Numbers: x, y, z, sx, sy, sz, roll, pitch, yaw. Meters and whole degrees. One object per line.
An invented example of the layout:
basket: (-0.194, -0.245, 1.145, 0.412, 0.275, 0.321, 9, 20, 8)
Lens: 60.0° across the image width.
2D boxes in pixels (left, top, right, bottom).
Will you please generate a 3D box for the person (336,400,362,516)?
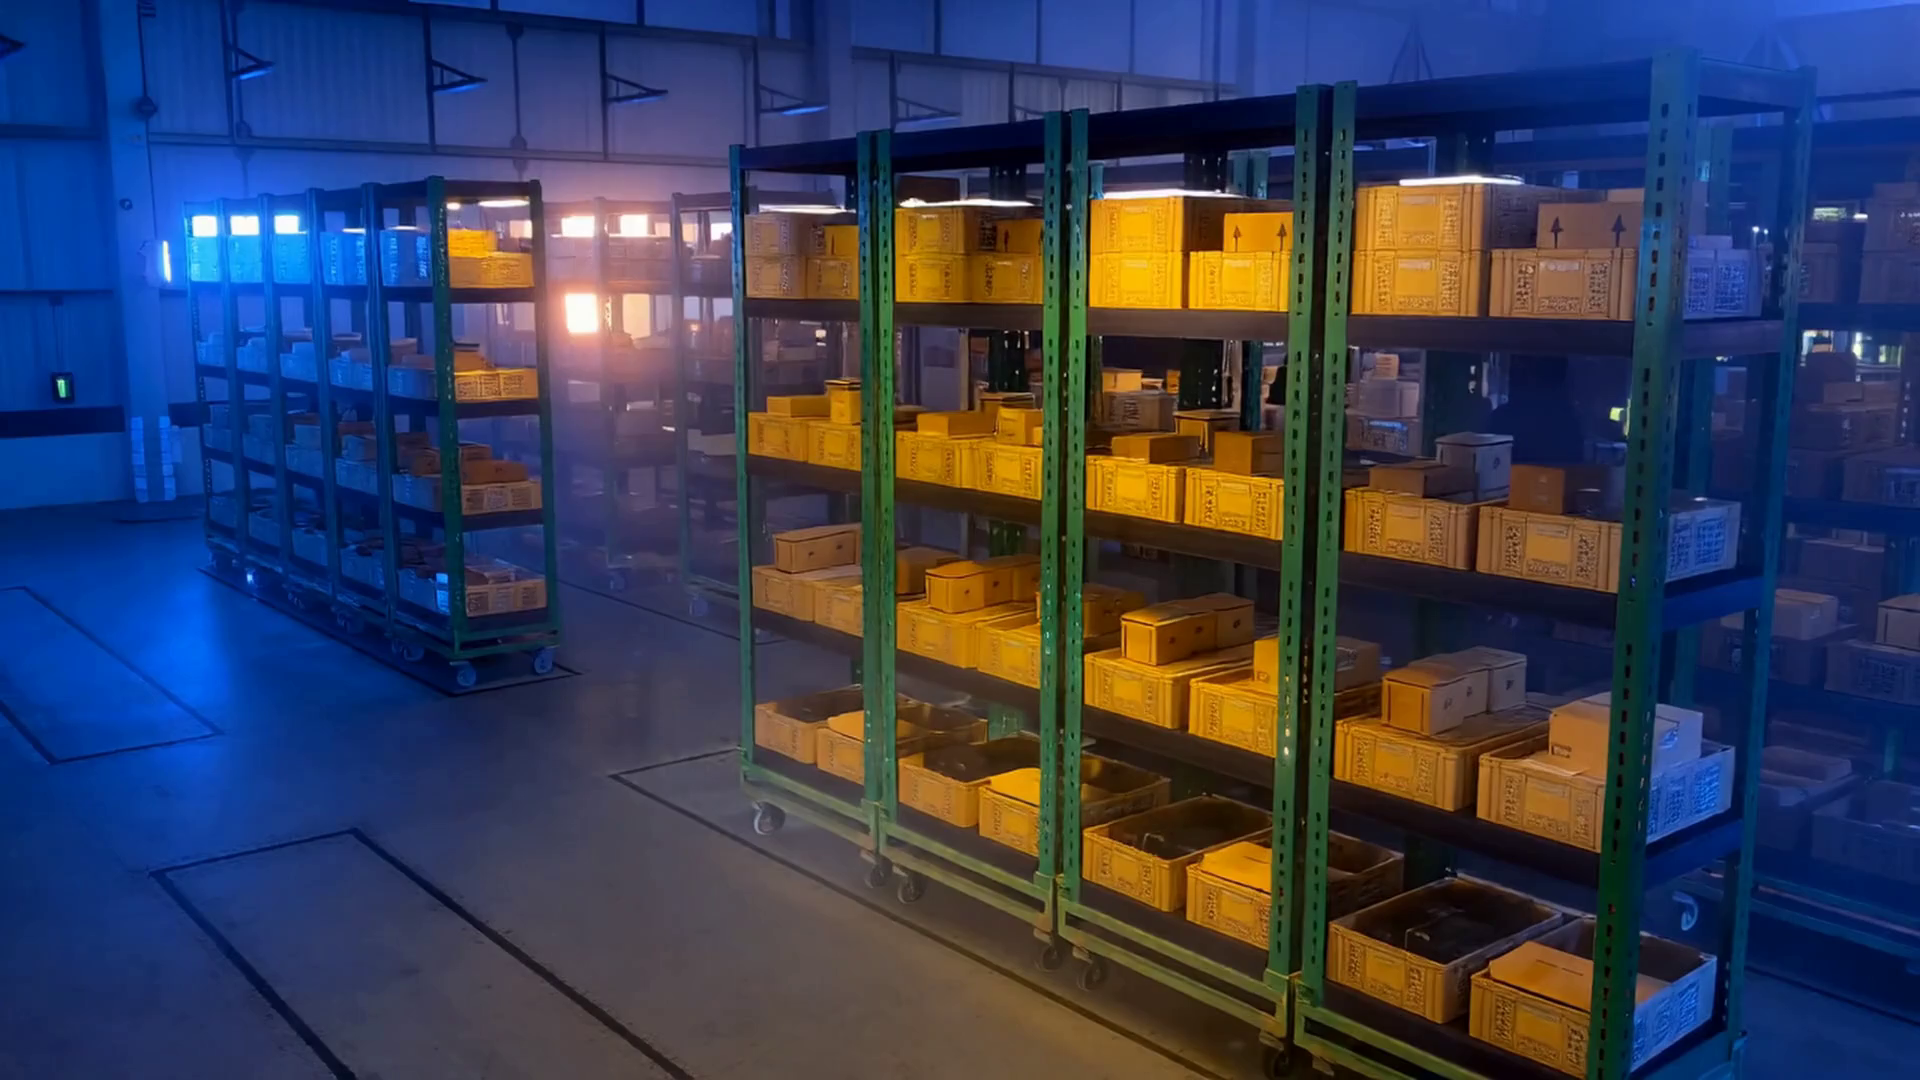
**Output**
person: (-6.124, -0.683, 16.853, 0.389, 1.837, 0.560, -3, 10, -18)

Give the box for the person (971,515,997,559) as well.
person: (0.304, -0.042, 12.974, 0.590, 1.837, 0.404, -3, 10, -19)
